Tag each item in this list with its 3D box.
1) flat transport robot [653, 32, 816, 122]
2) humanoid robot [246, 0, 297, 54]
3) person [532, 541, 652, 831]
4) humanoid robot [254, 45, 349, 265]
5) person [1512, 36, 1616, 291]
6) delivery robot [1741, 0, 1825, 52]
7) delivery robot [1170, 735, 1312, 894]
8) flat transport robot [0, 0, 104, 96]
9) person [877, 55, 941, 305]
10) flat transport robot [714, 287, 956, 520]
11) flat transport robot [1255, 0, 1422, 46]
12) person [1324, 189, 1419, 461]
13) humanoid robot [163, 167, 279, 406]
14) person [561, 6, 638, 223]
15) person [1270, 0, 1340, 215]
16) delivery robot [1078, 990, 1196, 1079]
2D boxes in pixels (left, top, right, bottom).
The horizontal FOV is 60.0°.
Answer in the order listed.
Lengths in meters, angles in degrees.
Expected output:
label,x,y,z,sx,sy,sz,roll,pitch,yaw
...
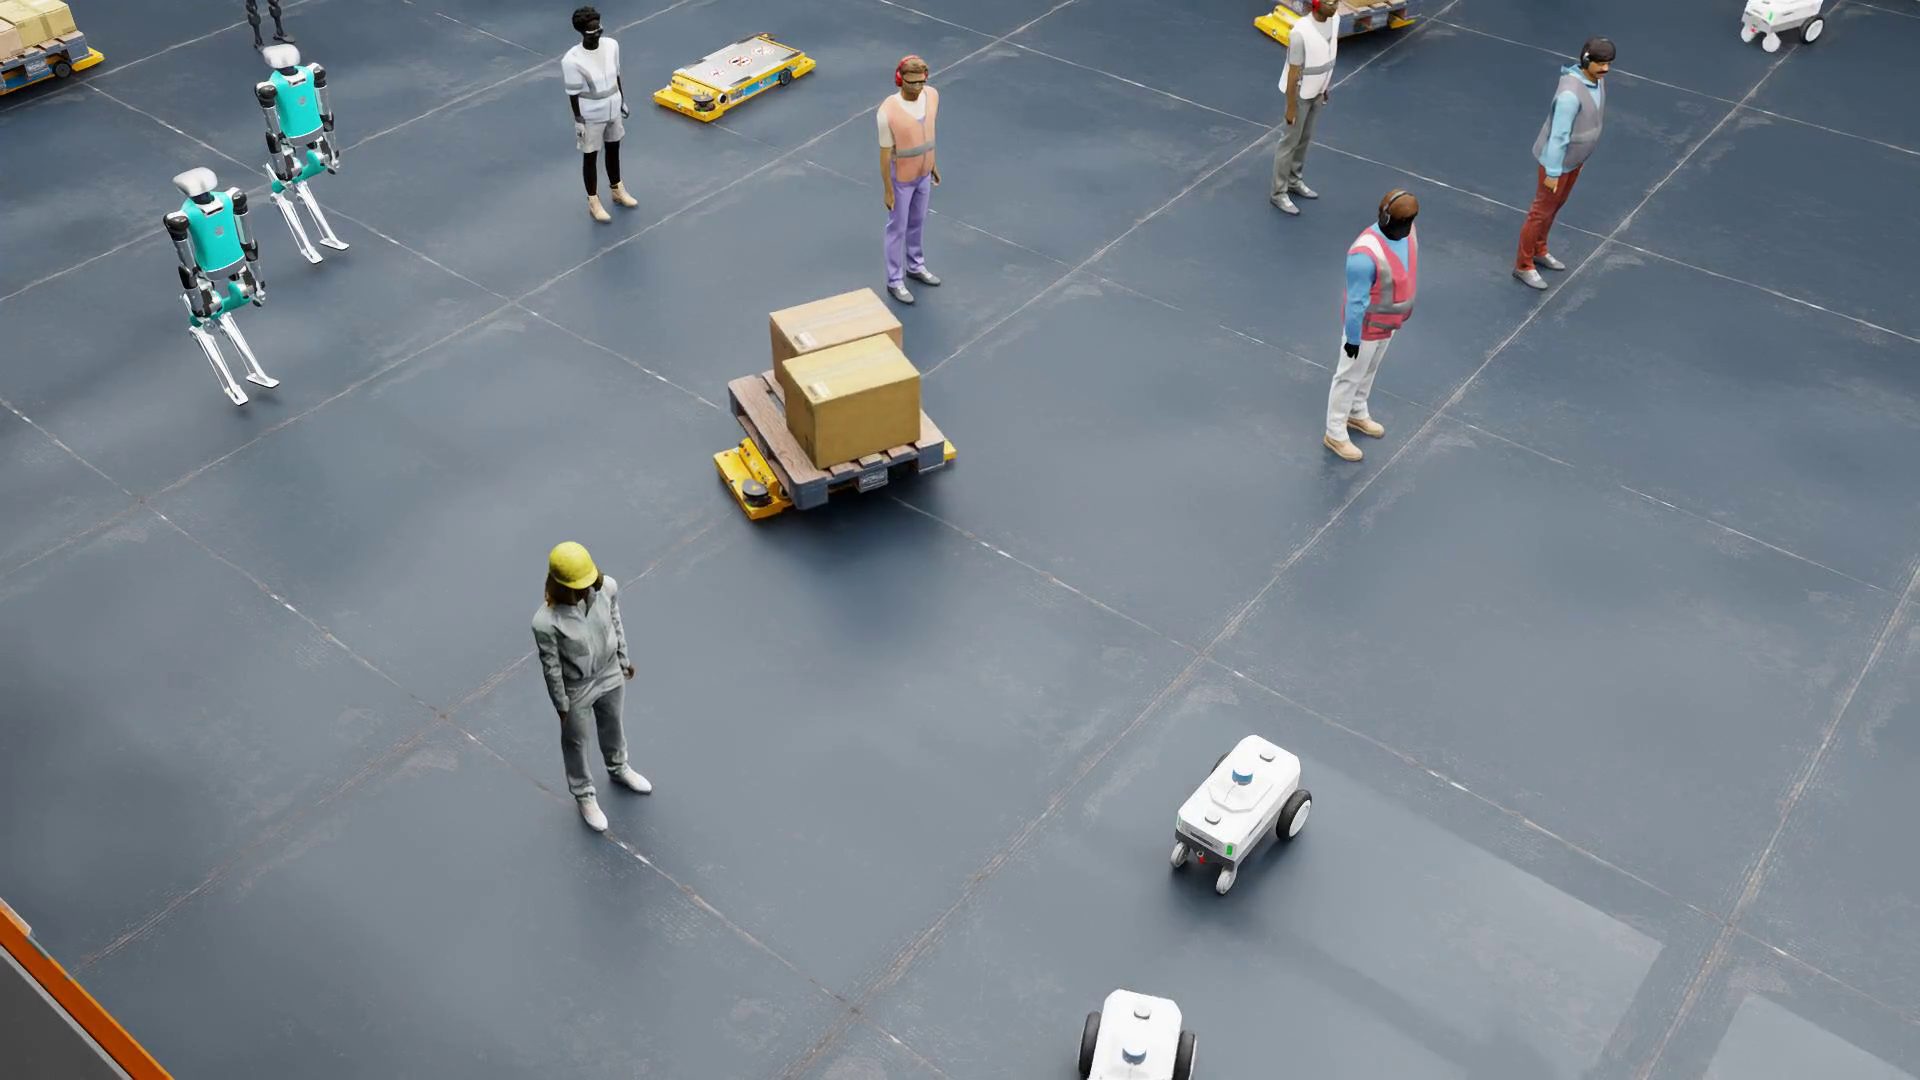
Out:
label,x,y,z,sx,sy,sz,roll,pitch,yaw
flat transport robot,-2.024,-4.187,15.003,0.659,0.231,1.431,27,47,28
humanoid robot,-6.474,-5.340,15.263,0.315,1.655,0.599,27,47,28
person,-1.792,0.686,8.132,0.311,1.743,0.486,28,48,29
humanoid robot,-4.919,-2.881,12.231,0.735,1.677,0.533,27,47,28
person,4.375,-2.760,12.082,0.416,1.878,0.532,28,48,29
delivery robot,7.776,-4.976,15.709,0.763,0.591,0.508,-18,44,-20
delivery robot,1.383,1.322,8.280,0.499,0.566,0.739,27,47,28
flat transport robot,-8.634,-4.281,15.114,0.659,0.231,1.431,27,47,28
person,-0.367,-2.611,11.937,0.391,1.839,0.562,28,48,29
flat transport robot,-0.808,-0.574,10.753,1.431,0.231,0.659,-18,44,-20
flat transport robot,3.624,-5.037,16.004,1.431,0.231,0.659,-18,44,-20
person,2.617,-1.376,10.486,0.431,1.841,0.622,28,48,29
humanoid robot,-4.886,-1.700,10.841,0.735,1.677,0.533,27,47,28
person,-2.787,-3.308,12.865,0.322,1.696,0.535,28,48,29
person,2.688,-3.474,12.947,0.393,1.846,0.562,28,48,29
delivery robot,0.734,2.310,7.136,0.501,0.590,0.761,9,41,10
